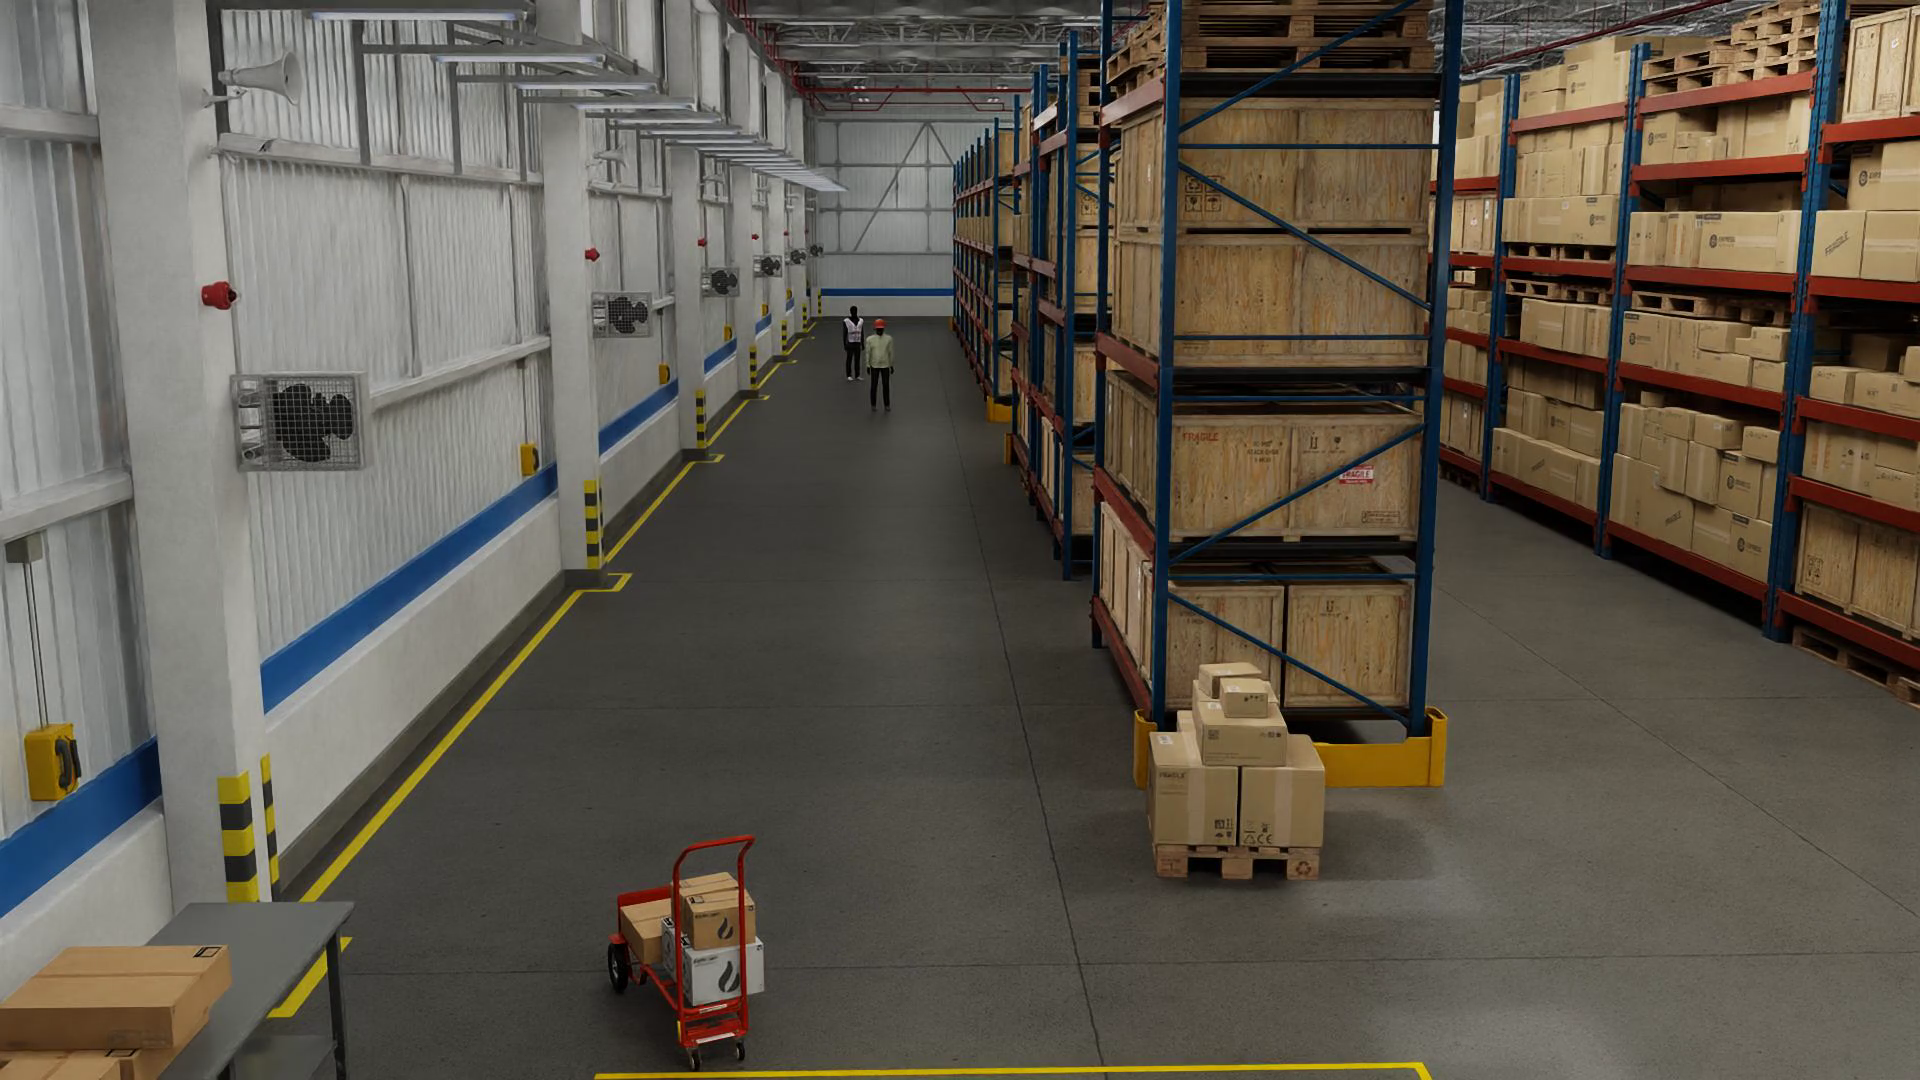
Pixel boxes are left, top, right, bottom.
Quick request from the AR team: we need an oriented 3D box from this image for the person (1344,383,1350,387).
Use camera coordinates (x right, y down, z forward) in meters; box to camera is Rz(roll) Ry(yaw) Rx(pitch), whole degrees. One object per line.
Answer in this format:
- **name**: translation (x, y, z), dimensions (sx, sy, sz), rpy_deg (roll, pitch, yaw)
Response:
- **person**: translation (7.505, -3.224, 33.267), dimensions (0.890, 1.872, 0.668), rpy_deg (-1, 11, -6)

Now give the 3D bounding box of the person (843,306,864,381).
- **person**: translation (-2.734, -5.029, 42.558), dimensions (0.589, 1.911, 0.387), rpy_deg (-8, 13, -35)

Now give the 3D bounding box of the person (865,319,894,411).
- **person**: translation (-1.718, -3.747, 35.685), dimensions (0.617, 1.986, 0.408), rpy_deg (-3, 11, -14)

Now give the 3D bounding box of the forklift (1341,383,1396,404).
- **forklift**: translation (5.392, -1.636, 22.361), dimensions (1.129, 2.768, 1.873), rpy_deg (0, 11, -2)
